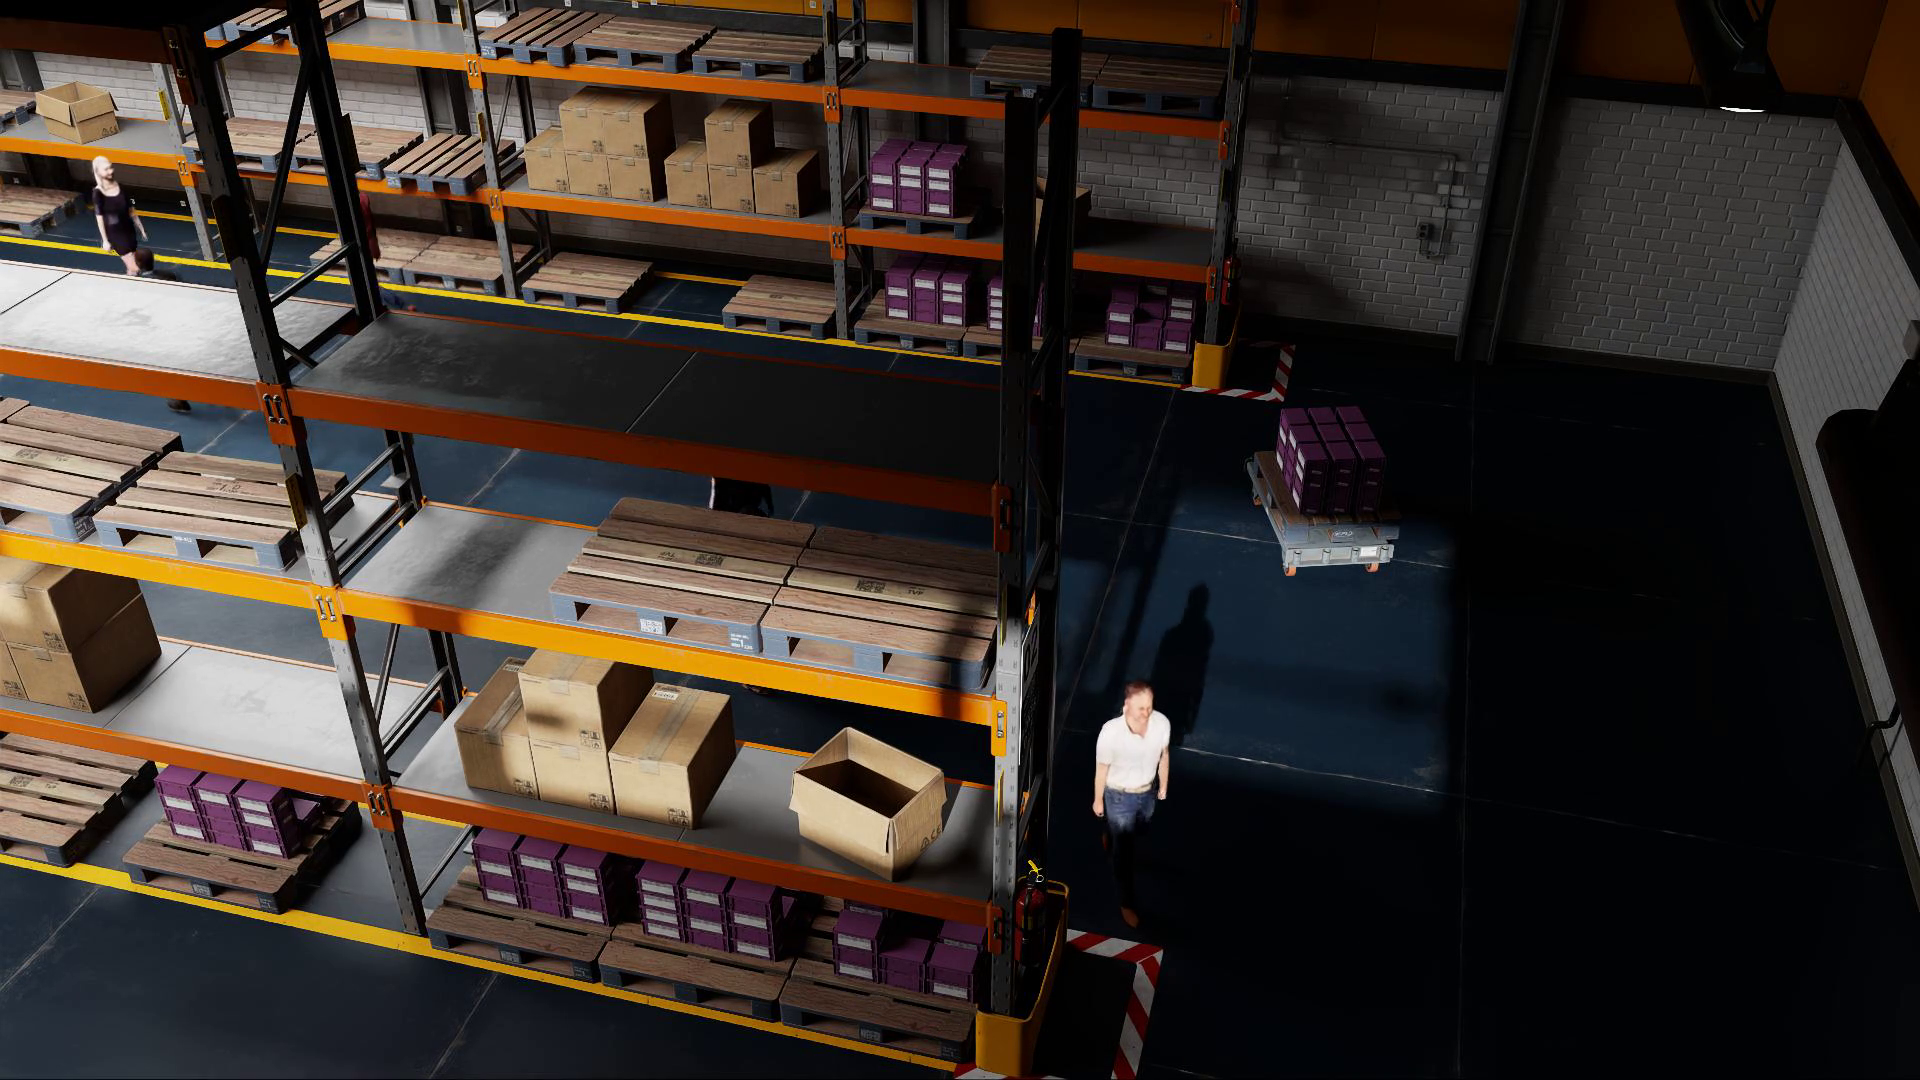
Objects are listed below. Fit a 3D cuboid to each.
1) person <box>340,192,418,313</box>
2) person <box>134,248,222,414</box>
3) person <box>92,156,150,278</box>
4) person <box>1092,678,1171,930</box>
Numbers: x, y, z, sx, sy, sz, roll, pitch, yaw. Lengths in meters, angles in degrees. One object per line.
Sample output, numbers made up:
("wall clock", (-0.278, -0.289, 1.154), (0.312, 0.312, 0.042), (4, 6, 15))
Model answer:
("person", (-6.361, -3.093, 17.954), (1.188, 1.793, 0.751), (5, 34, 8))
("person", (-7.711, -2.015, 16.341), (1.019, 1.783, 0.779), (16, 37, 22))
("person", (-9.290, -3.344, 18.310), (0.664, 1.818, 0.650), (13, 36, 18))
("person", (1.078, 1.589, 10.878), (1.179, 1.830, 1.120), (-10, 35, -15))
